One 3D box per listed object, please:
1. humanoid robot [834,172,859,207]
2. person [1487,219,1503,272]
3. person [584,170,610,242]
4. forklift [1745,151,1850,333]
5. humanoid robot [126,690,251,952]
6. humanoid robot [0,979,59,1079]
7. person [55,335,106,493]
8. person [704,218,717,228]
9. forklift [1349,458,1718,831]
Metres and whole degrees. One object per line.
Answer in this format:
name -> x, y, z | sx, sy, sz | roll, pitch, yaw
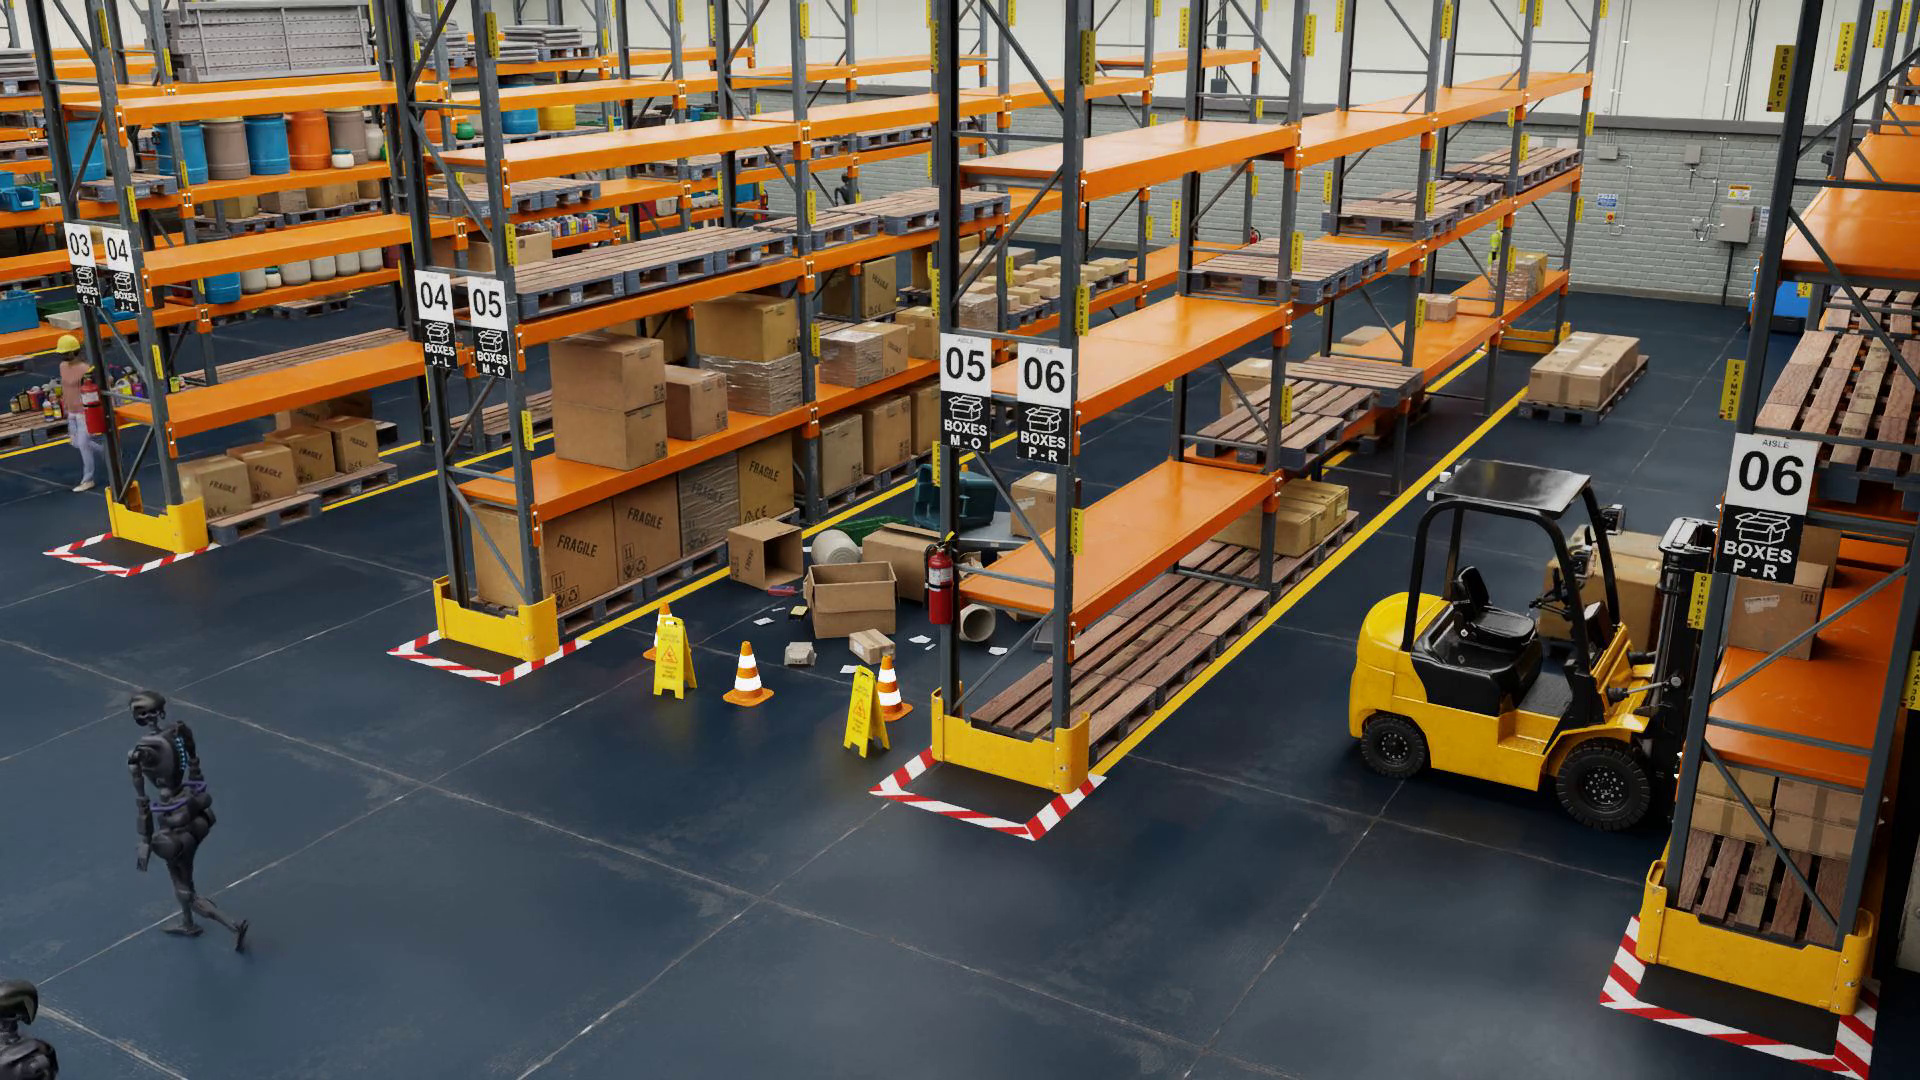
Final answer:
humanoid robot -> -2.232, -6.572, 33.472 | 0.586, 1.635, 0.534 | -10, 21, -26
person -> 8.948, -4.580, 27.676 | 0.319, 1.692, 0.531 | 13, 23, 33
person -> -7.779, -7.194, 35.103 | 0.779, 1.769, 0.519 | 11, 22, 29
forklift -> 13.620, -4.667, 26.137 | 1.873, 2.768, 1.129 | 11, 22, 29
humanoid robot -> -4.517, 1.641, 9.763 | 0.697, 1.631, 0.612 | 4, 19, 11
humanoid robot -> -3.901, 2.591, 6.971 | 0.601, 1.647, 0.353 | 12, 23, 31
person -> -9.727, -1.436, 18.479 | 0.536, 1.746, 0.604 | 12, 22, 31
person -> -5.238, -7.063, 34.868 | 0.491, 1.688, 0.348 | -6, 20, -16
forklift -> 3.988, 0.658, 11.776 | 2.313, 2.155, 1.214 | 11, 22, 29
